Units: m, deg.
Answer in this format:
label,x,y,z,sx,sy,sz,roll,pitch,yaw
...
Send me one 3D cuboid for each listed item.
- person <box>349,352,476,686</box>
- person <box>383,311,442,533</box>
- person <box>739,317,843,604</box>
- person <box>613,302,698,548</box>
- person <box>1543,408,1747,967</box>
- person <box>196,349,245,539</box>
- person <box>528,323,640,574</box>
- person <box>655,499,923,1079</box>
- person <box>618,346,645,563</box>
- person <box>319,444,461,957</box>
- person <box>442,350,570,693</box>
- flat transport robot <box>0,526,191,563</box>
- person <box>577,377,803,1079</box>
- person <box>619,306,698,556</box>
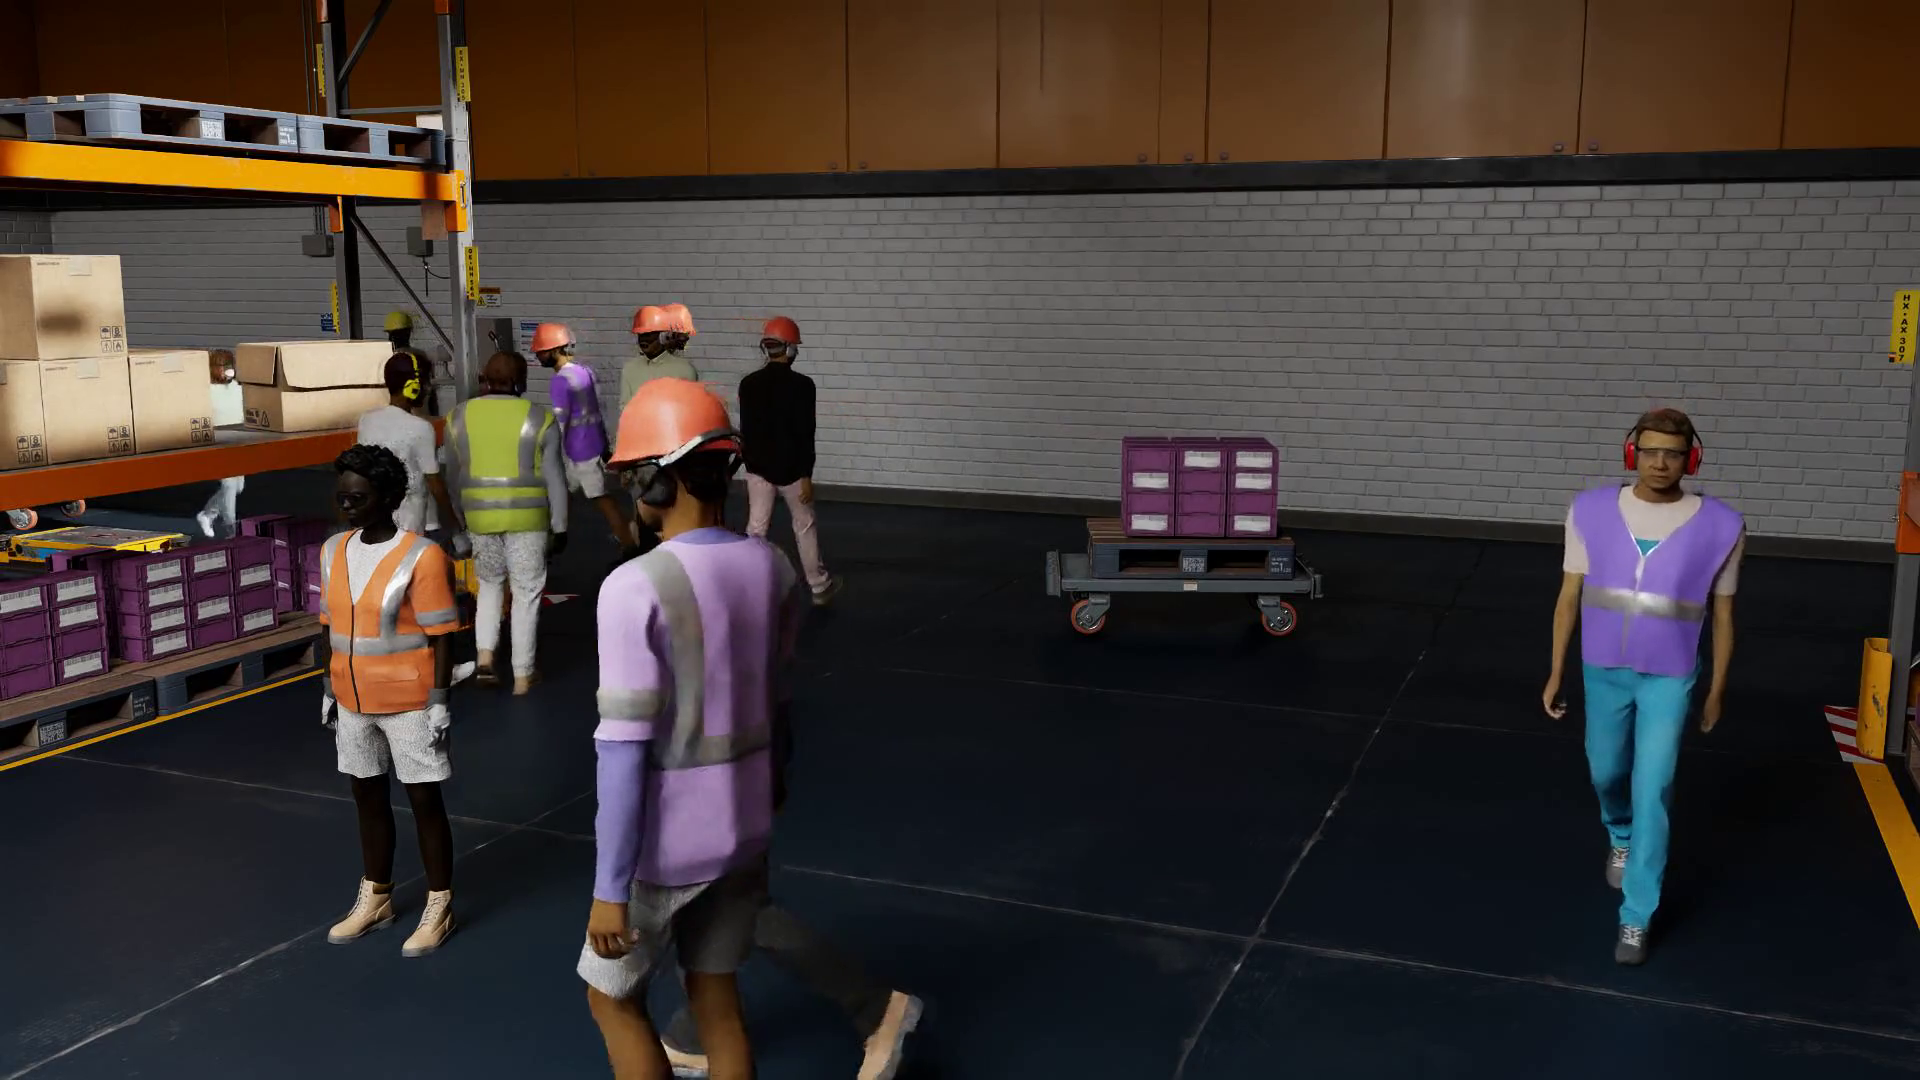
label,x,y,z,sx,sy,sz,roll,pitch,yaw
person,-2.759,-0.038,8.509,0.538,1.836,0.861,6,11,31
person,-4.816,-1.011,14.267,0.971,1.880,0.592,4,10,24
person,-1.154,-0.473,10.819,0.647,1.935,1.044,5,11,27
person,-2.185,-0.726,12.138,0.579,2.013,0.631,-2,10,-13
person,2.343,0.438,5.699,0.573,1.811,0.898,6,11,32
person,-6.035,-0.758,13.552,0.628,1.610,0.512,4,10,25
person,-2.800,-0.640,12.090,1.049,1.848,0.550,0,9,-1
person,-0.526,0.636,4.518,0.819,1.816,0.560,0,9,1
person,-2.189,-0.665,12.426,0.760,1.806,0.600,5,11,27
person,-1.894,0.527,5.491,0.542,1.695,0.316,4,10,22
person,-2.385,-0.089,8.820,0.649,1.828,0.432,0,9,3
flat transport robot,-6.591,0.058,12.639,1.431,0.197,0.652,4,10,22
person,-0.666,0.646,3.769,0.525,2.021,0.659,6,11,30
person,-2.085,-0.609,11.468,0.625,1.992,0.388,4,10,22
